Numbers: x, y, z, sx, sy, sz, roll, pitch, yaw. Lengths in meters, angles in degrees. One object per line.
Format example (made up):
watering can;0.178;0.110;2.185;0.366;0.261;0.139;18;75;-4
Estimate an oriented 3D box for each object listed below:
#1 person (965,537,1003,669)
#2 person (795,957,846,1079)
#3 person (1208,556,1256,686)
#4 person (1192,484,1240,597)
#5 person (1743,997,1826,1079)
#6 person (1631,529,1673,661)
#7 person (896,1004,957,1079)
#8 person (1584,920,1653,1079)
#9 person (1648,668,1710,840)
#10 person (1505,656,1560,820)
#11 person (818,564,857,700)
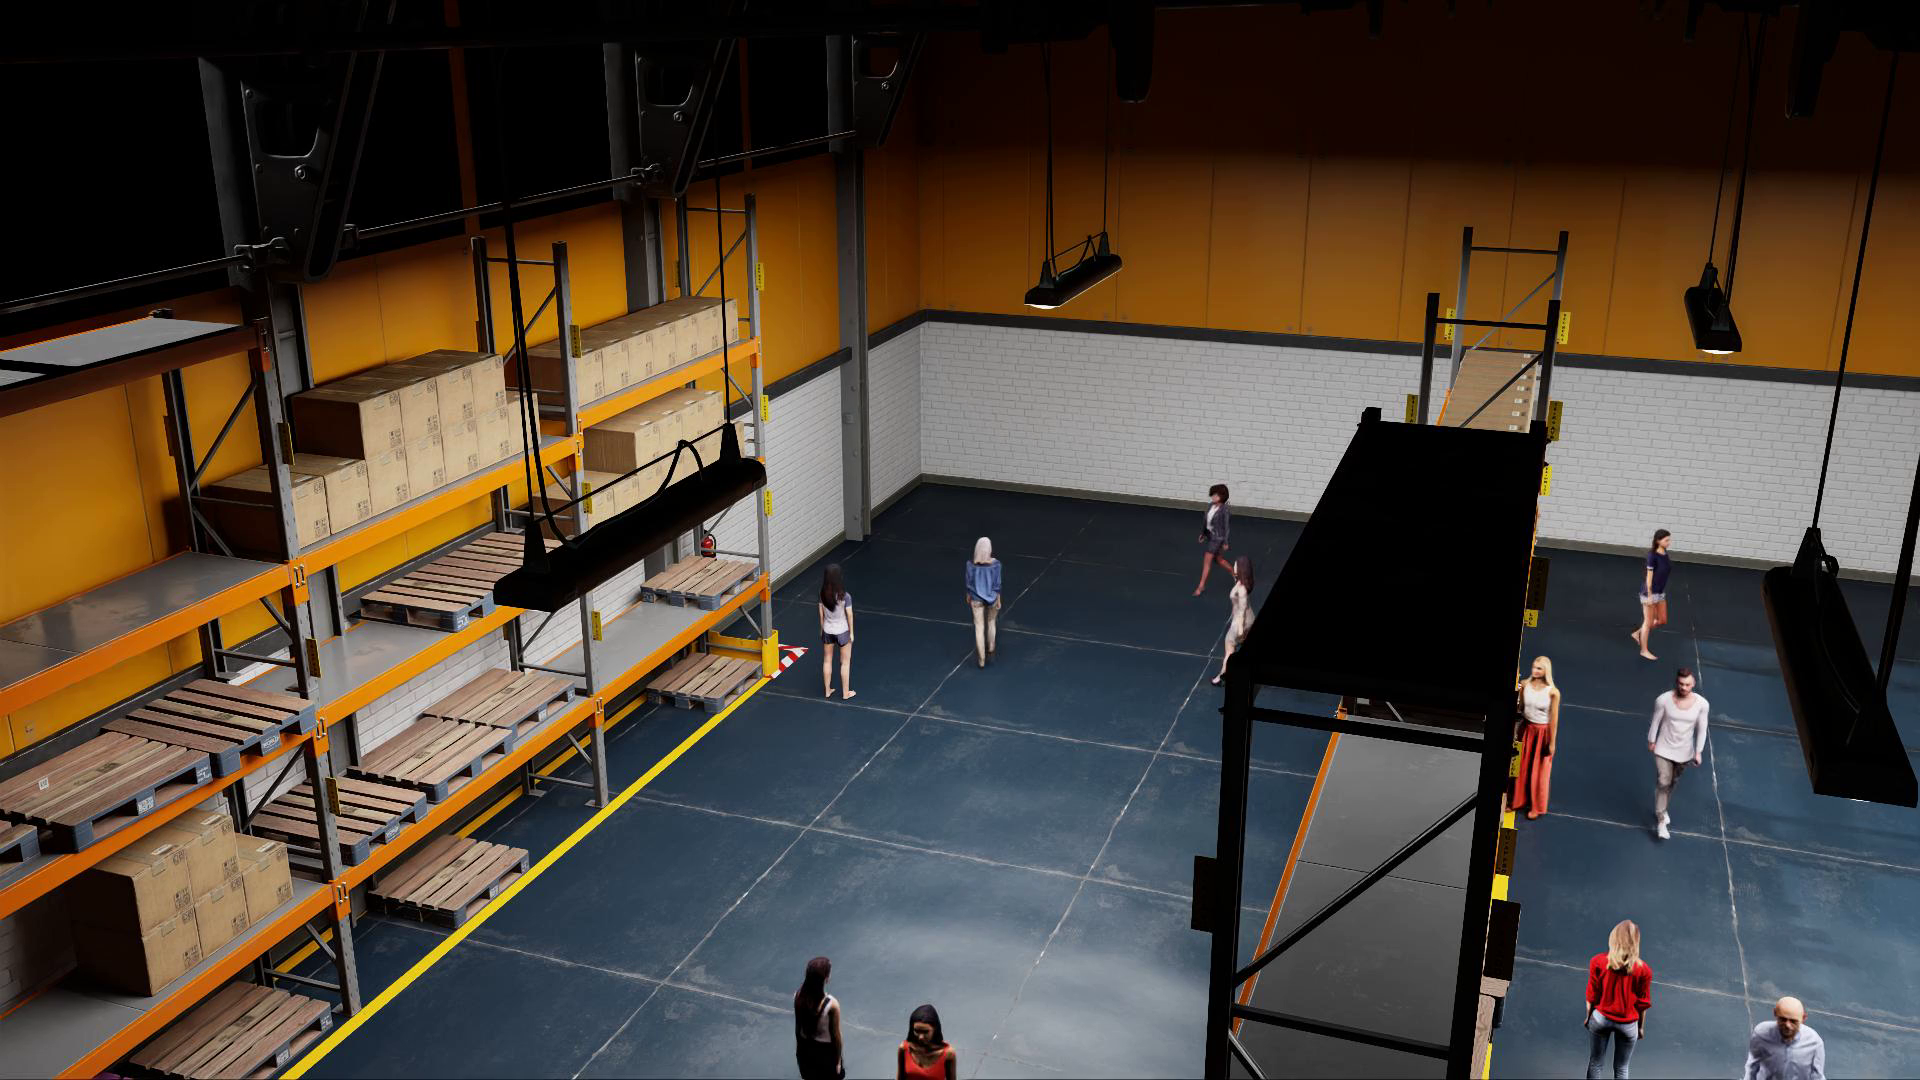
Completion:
person;0.303;0.817;21.165;0.812;1.671;1.041;1;19;2
person;-1.074;3.850;12.211;0.567;1.638;0.690;6;19;17
person;3.523;1.038;20.414;0.689;1.732;0.753;8;20;23
person;3.700;0.013;23.578;1.069;1.655;1.077;-5;19;-14
person;5.764;3.951;11.726;0.731;1.756;1.258;4;19;12
person;8.861;0.674;21.460;0.739;1.754;0.793;-13;23;-34
person;-0.224;3.988;11.695;0.643;1.706;0.764;4;19;11
person;4.978;3.665;12.655;0.617;1.705;0.506;8;20;21
person;7.338;2.109;17.124;0.769;1.802;1.029;3;19;10
person;6.008;2.044;17.329;0.755;1.794;0.756;16;25;40
person;-1.514;1.106;20.251;0.588;1.707;0.500;7;20;19
